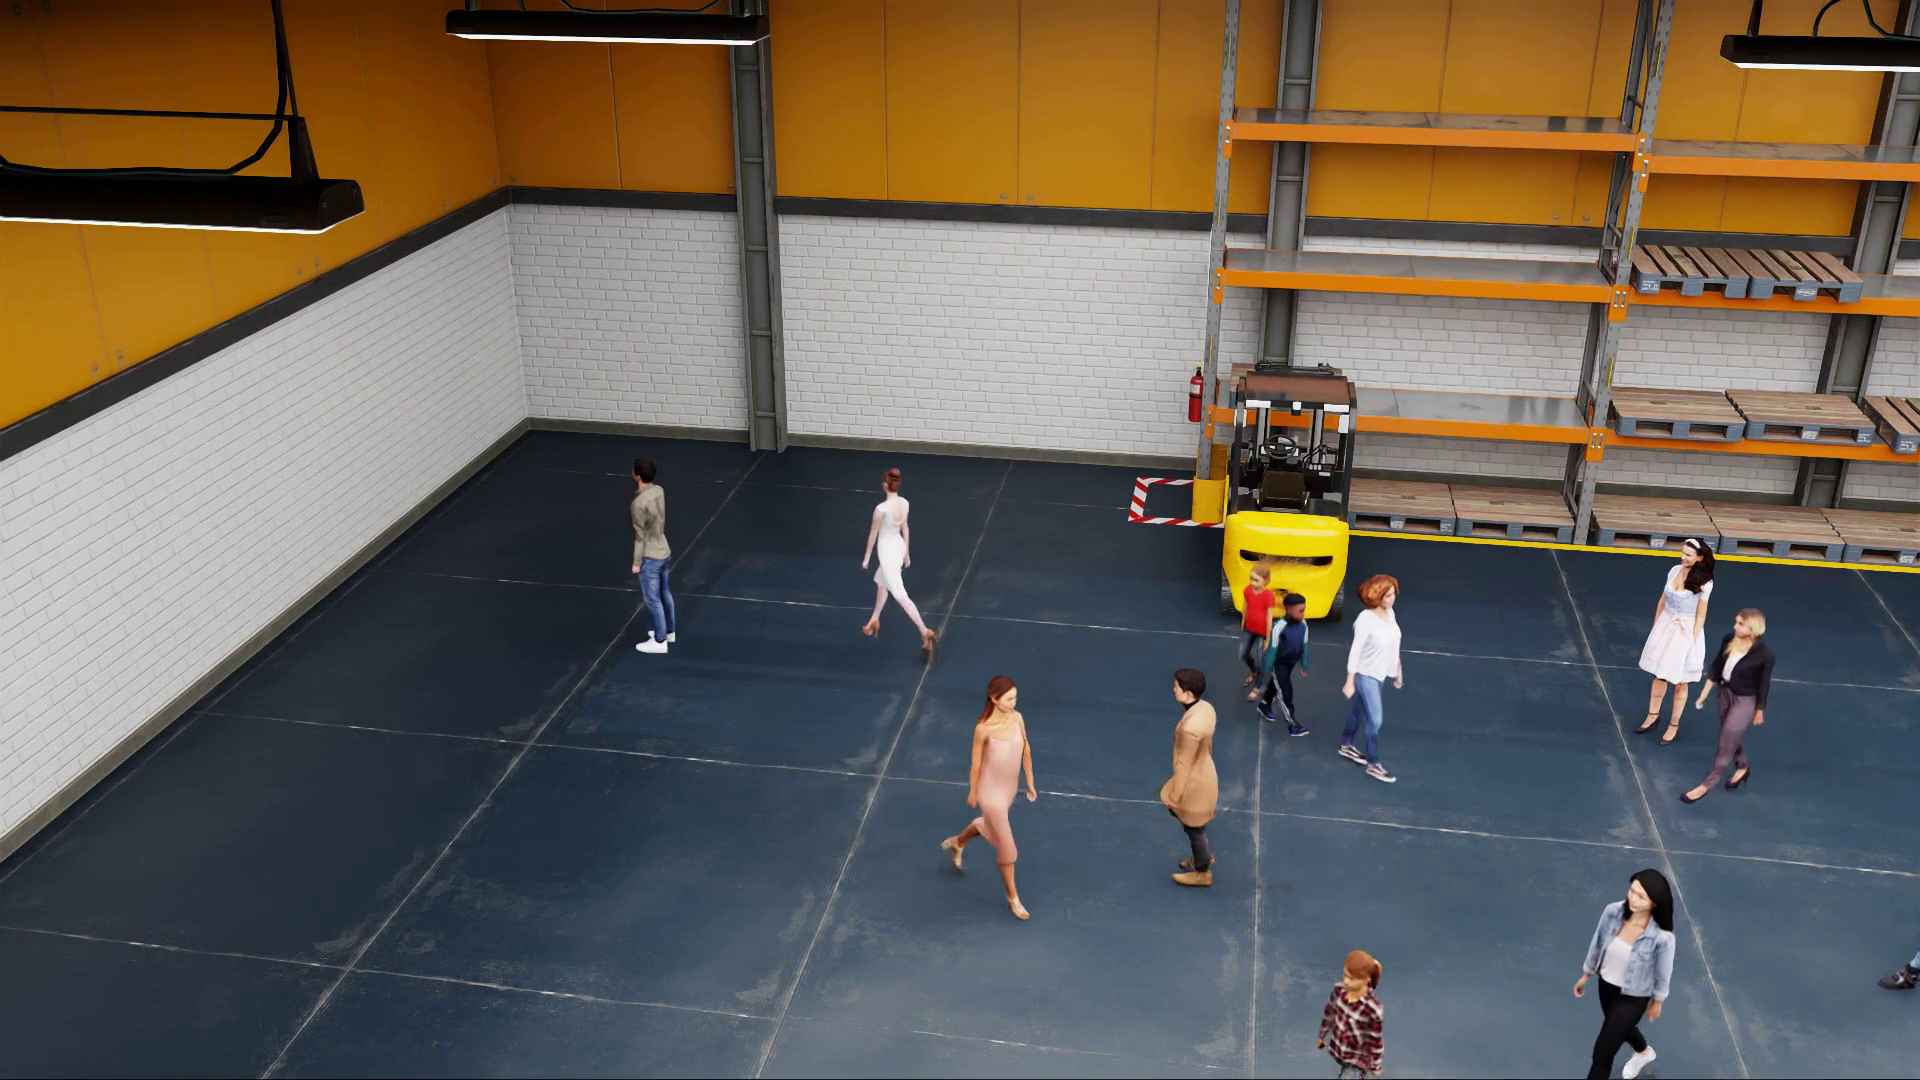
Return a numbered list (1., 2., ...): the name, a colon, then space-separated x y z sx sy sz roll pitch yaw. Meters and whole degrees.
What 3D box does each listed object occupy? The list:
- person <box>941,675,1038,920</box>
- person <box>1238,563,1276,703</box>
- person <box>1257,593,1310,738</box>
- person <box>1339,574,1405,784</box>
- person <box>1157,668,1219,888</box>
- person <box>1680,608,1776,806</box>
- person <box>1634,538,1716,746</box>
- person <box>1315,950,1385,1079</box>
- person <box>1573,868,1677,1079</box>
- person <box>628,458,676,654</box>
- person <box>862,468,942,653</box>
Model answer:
1. person: 0.194 1.722 11.602 1.037 1.795 1.183 -21 31 -39
2. person: 2.630 0.765 14.409 0.638 1.300 0.689 20 31 38
3. person: 2.688 0.999 13.972 0.893 1.222 0.912 -12 26 -25
4. person: 3.205 1.030 13.310 0.909 1.696 0.994 -22 32 -40
5. person: 1.745 1.703 11.759 0.665 1.704 0.655 5 24 11
6. person: 6.052 1.271 12.845 1.110 1.627 0.933 -10 26 -22
7. person: 5.877 0.821 13.635 0.910 1.818 0.857 -12 26 -26
8. person: 2.294 2.898 9.537 0.792 1.293 0.726 -13 27 -27
9. person: 3.921 2.616 9.705 1.182 1.676 1.075 -13 27 -27
10. person: -2.797 0.137 15.141 0.608 1.864 0.722 6 24 14
11. person: -0.545 0.238 15.057 1.203 1.746 0.923 17 29 33
